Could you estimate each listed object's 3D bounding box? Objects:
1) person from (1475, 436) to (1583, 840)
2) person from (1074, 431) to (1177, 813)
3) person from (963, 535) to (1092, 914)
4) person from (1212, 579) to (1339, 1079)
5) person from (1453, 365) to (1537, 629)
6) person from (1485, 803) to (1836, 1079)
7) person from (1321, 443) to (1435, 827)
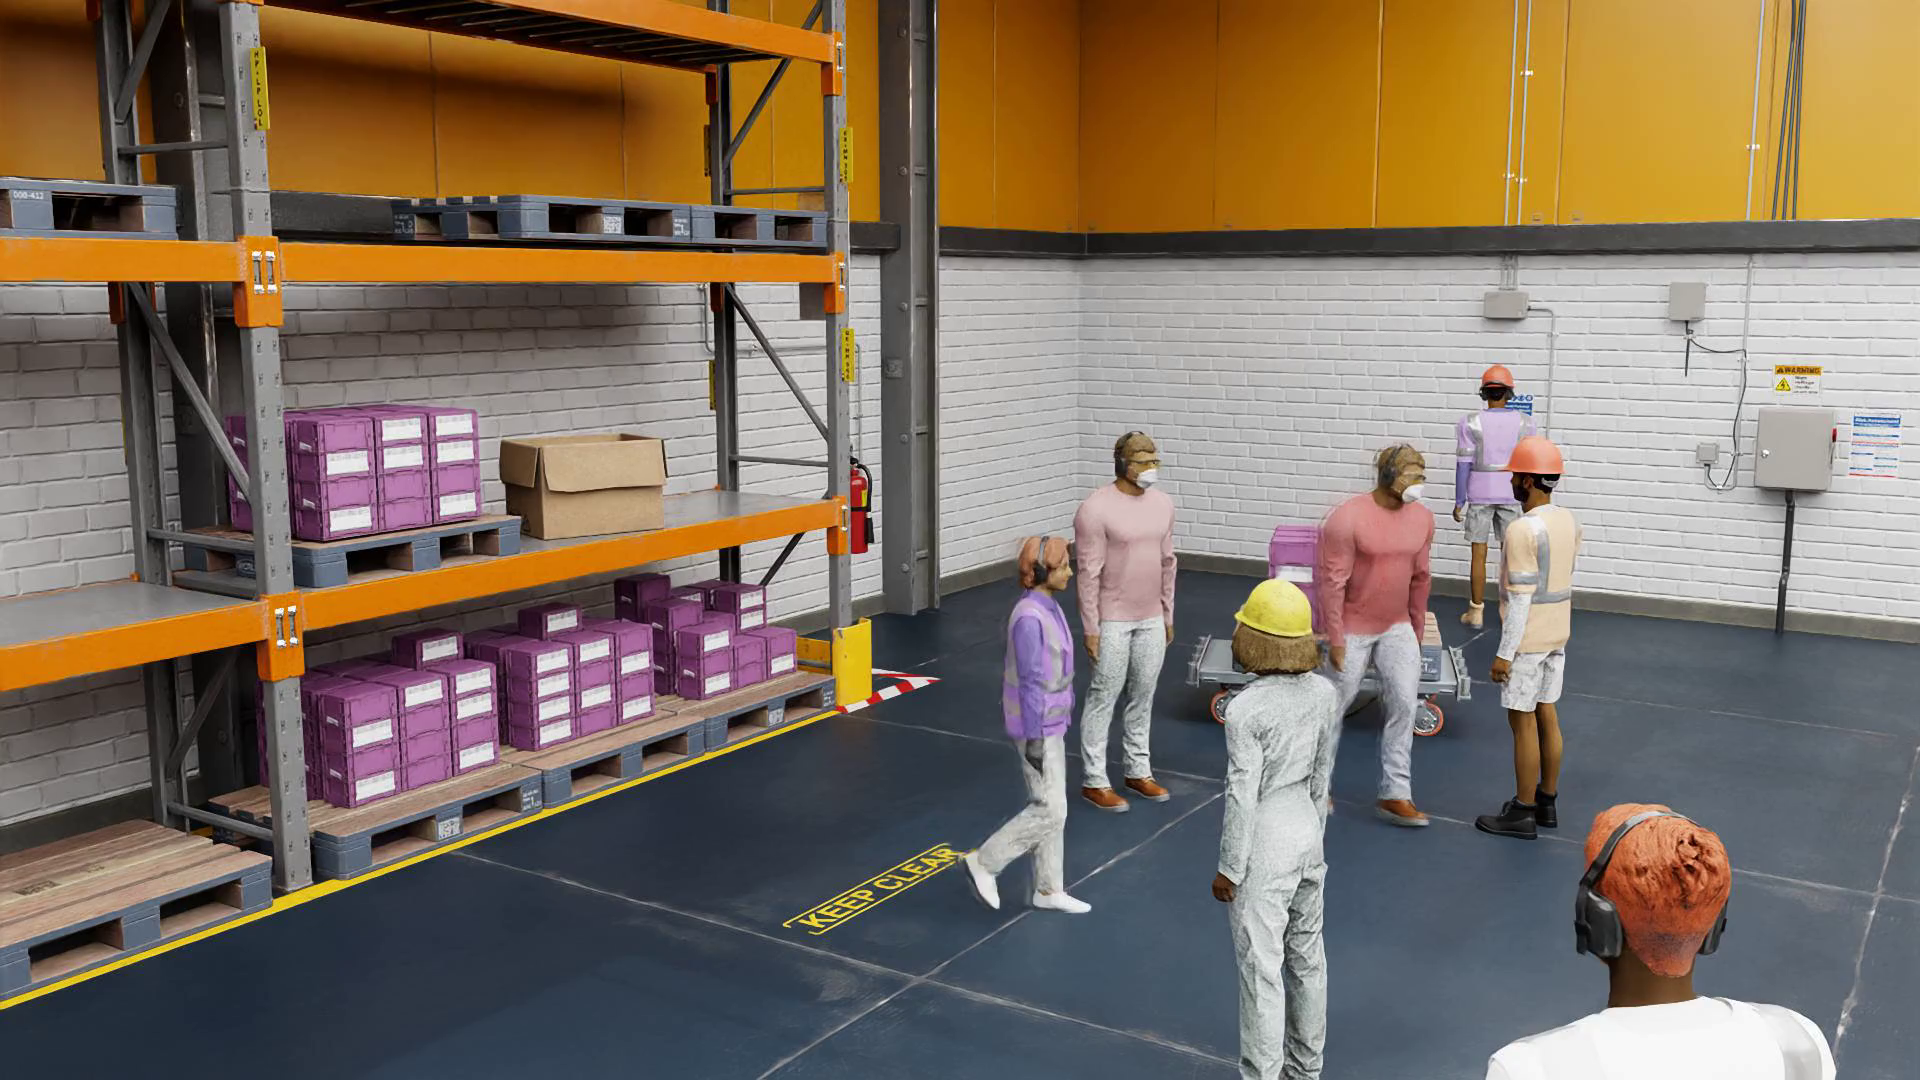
[{"bbox_3d":[2.733,0.469,8.004,0.542,1.938,0.358,-8,12,-44],"label":"person"},{"bbox_3d":[0.848,0.406,8.451,0.635,1.931,0.367,-6,11,-35],"label":"person"},{"bbox_3d":[0.307,0.783,6.941,0.438,1.625,0.529,2,9,14],"label":"person"},{"bbox_3d":[0.986,0.983,5.284,0.486,1.746,0.290,-8,12,-41],"label":"person"},{"bbox_3d":[4.114,-0.329,12.858,0.610,2.040,0.394,0,9,3],"label":"person"},{"bbox_3d":[1.036,1.328,2.597,0.574,1.882,0.356,-2,9,-15],"label":"person"},{"bbox_3d":[2.042,0.461,8.227,0.642,1.897,0.675,-3,9,-18],"label":"person"}]
